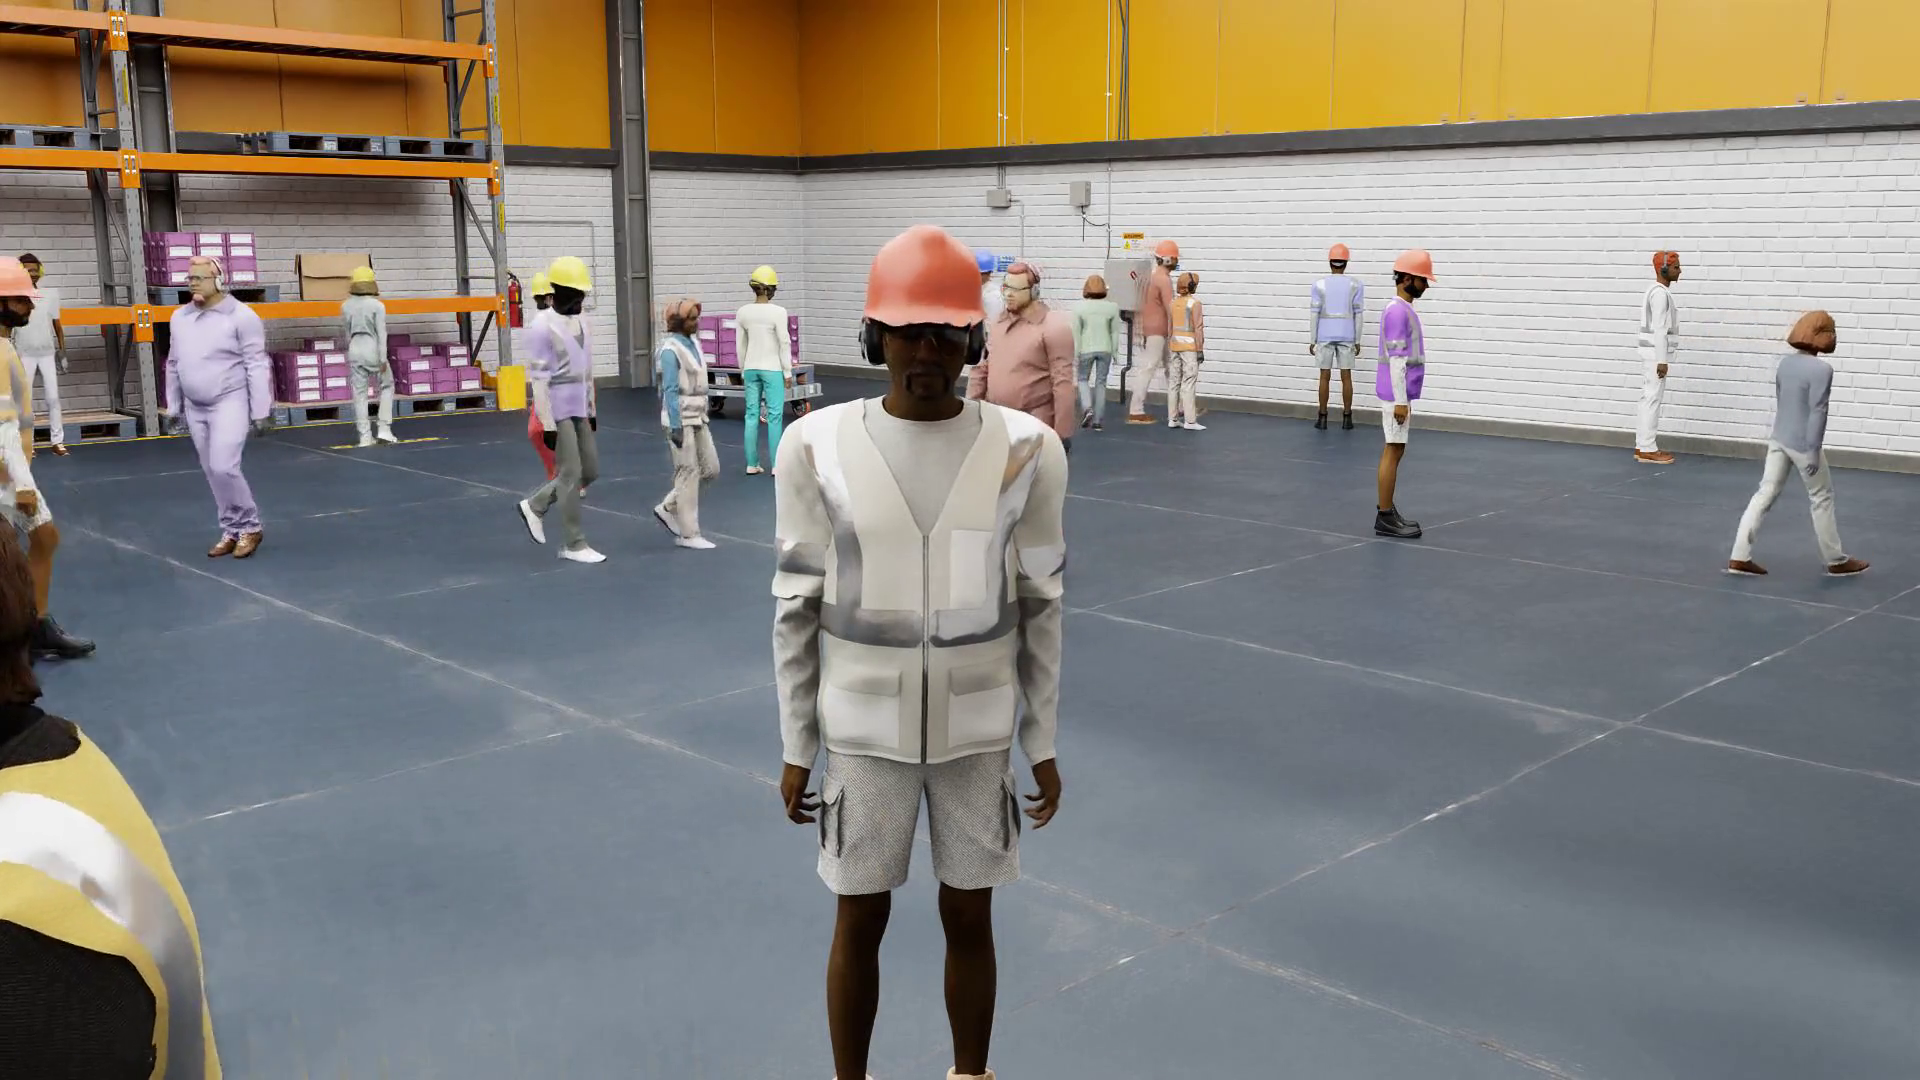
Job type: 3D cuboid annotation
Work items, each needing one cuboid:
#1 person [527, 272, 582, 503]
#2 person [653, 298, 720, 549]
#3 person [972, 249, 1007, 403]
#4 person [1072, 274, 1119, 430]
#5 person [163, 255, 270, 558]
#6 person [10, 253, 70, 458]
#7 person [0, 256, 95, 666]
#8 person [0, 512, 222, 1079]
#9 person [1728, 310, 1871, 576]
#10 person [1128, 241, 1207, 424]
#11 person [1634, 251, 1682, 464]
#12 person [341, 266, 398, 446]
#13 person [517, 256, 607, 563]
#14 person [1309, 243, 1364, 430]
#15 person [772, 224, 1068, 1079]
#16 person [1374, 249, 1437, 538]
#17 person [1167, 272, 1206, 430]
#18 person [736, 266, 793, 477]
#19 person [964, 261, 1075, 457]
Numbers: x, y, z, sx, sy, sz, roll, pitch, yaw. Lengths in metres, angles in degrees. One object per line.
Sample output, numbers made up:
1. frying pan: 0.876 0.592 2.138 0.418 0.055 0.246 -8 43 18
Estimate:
1. person: -3.040 -1.143 12.573 0.521 1.746 0.405 6 12 28
2. person: -1.777 -0.748 10.749 0.406 1.626 0.538 2 11 12
3. person: 0.233 -1.573 14.496 0.522 1.911 0.637 -3 11 -17
4. person: 1.406 -1.936 17.262 0.500 1.621 0.370 -1 10 -3
5. person: -4.664 -0.821 10.413 0.639 1.895 0.496 4 11 19
6. person: -8.440 -1.678 15.199 0.512 1.862 0.322 -9 14 -41
7. person: -4.362 -0.336 7.689 0.706 1.919 0.597 -5 12 -27
8. person: -0.898 0.839 1.563 0.450 1.821 0.643 -6 12 -31
9. person: 4.983 -0.560 9.824 0.847 1.582 0.515 -1 10 -7
10. person: 2.255 -2.214 17.858 0.972 1.951 0.620 0 10 -2
11. person: 6.242 -1.628 14.857 0.355 1.883 0.574 3 11 16
12. person: -5.695 -1.773 16.079 0.489 1.725 0.510 2 11 10
13. person: -2.492 -0.797 10.284 0.640 1.895 0.633 3 11 16
14. person: 3.918 -2.117 17.370 0.547 1.938 0.379 2 11 9
15. person: -0.077 0.390 3.415 0.605 2.043 0.376 -1 10 -6
16. person: 2.989 -0.984 11.213 0.366 1.931 0.542 3 11 15
17. person: 2.353 -1.964 17.342 0.310 1.642 0.514 -7 12 -32
18. person: -1.635 -1.413 14.000 0.522 1.769 0.317 5 12 27
19. person: 0.266 -0.660 9.619 0.962 1.861 0.654 -7 13 -35
